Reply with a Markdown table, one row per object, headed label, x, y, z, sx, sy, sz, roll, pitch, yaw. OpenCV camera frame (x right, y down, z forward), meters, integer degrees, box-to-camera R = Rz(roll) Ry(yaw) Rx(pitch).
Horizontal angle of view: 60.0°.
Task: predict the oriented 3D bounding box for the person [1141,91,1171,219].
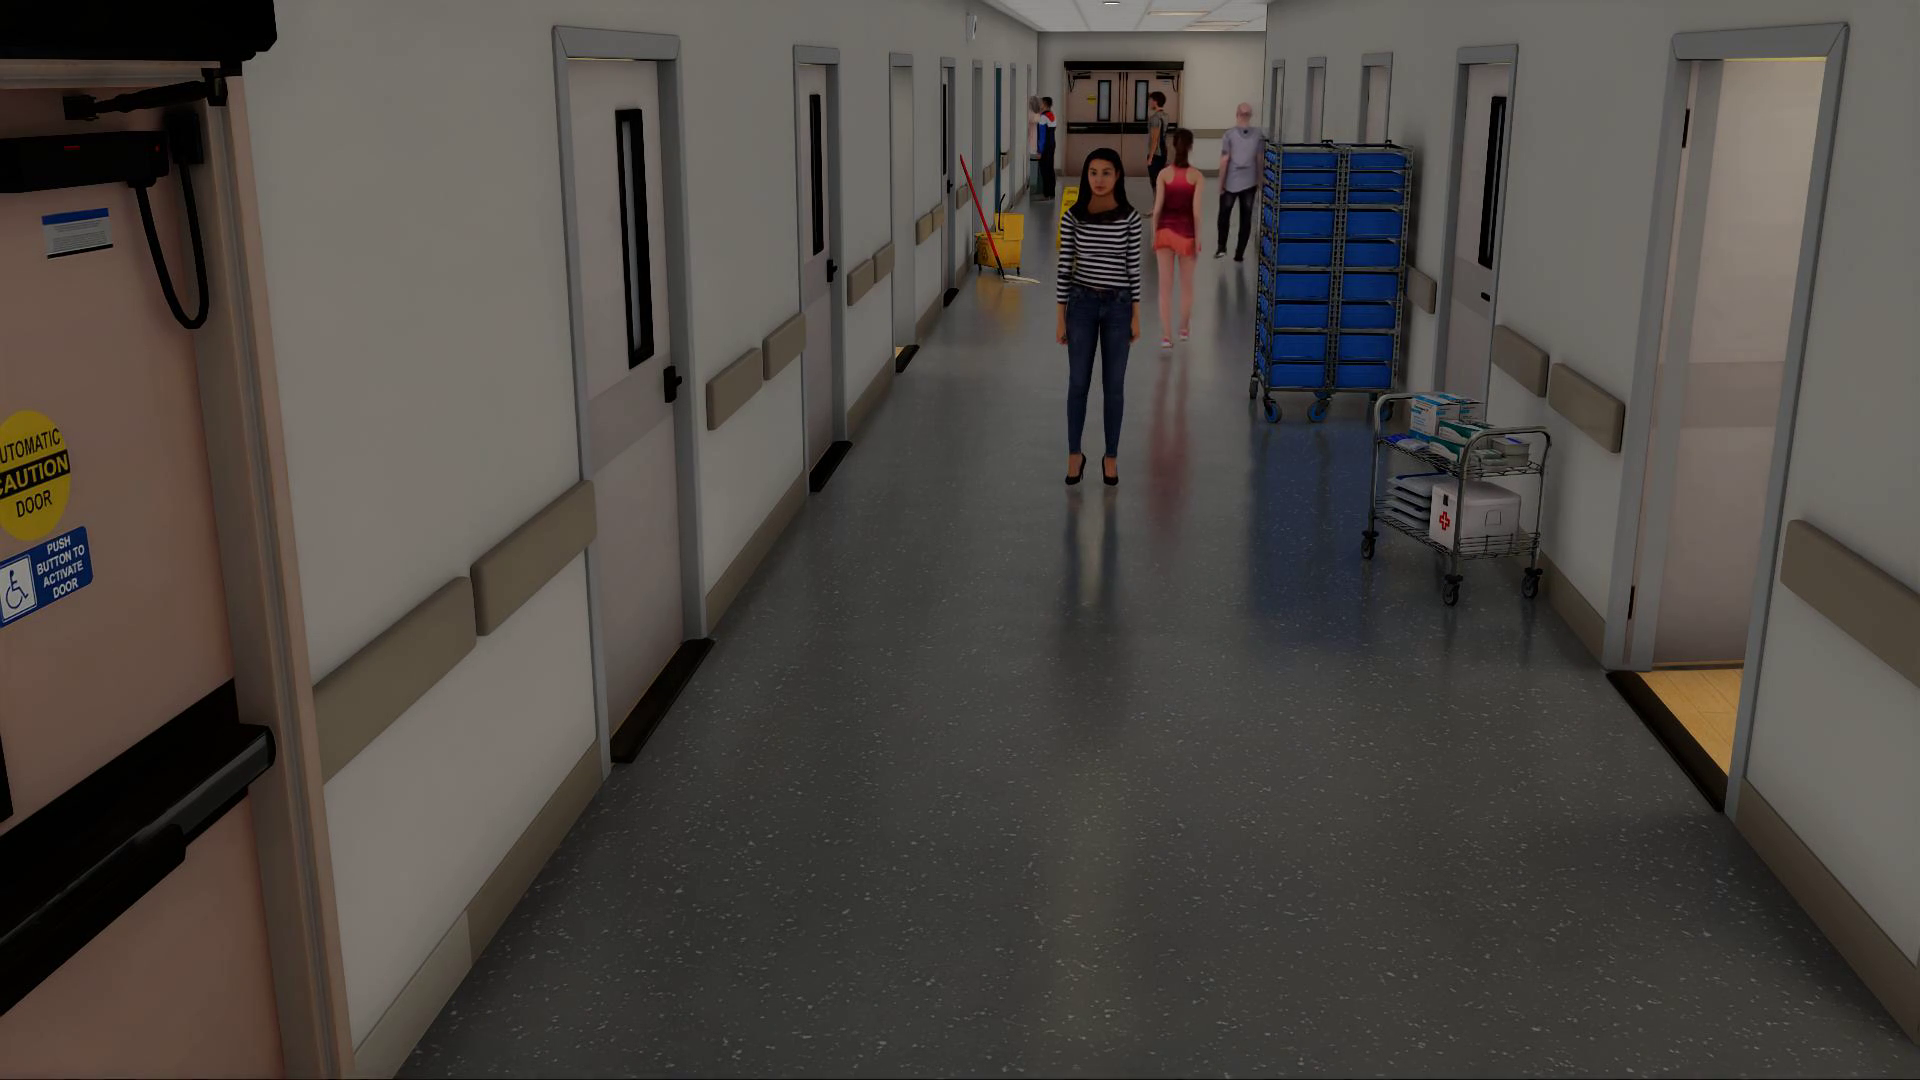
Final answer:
| label | x | y | z | sx | sy | sz | roll | pitch | yaw |
| --- | --- | --- | --- | --- | --- | --- | --- | --- | --- |
| person | 3.026 | -5.904 | 25.493 | 0.776 | 1.889 | 0.635 | 8 | 18 | 26 |

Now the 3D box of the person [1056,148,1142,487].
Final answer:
| label | x | y | z | sx | sy | sz | roll | pitch | yaw |
| --- | --- | --- | --- | --- | --- | --- | --- | --- | --- |
| person | 0.744 | -1.171 | 8.850 | 0.595 | 1.794 | 0.502 | 1 | 16 | 4 |

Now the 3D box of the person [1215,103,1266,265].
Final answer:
| label | x | y | z | sx | sy | sz | roll | pitch | yaw |
| --- | --- | --- | --- | --- | --- | --- | --- | --- | --- |
| person | 3.275 | -4.112 | 19.276 | 0.683 | 1.815 | 0.690 | 0 | 16 | 0 |

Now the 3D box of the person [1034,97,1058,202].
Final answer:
| label | x | y | z | sx | sy | sz | roll | pitch | yaw |
| --- | --- | --- | --- | --- | --- | --- | --- | --- | --- |
| person | 1.509 | -6.799 | 28.914 | 0.776 | 1.756 | 0.645 | 9 | 18 | 30 |

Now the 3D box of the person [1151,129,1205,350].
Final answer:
| label | x | y | z | sx | sy | sz | roll | pitch | yaw |
| --- | --- | --- | --- | --- | --- | --- | --- | --- | --- |
| person | 1.703 | -2.342 | 13.199 | 0.651 | 1.705 | 1.155 | 3 | 16 | 11 |
